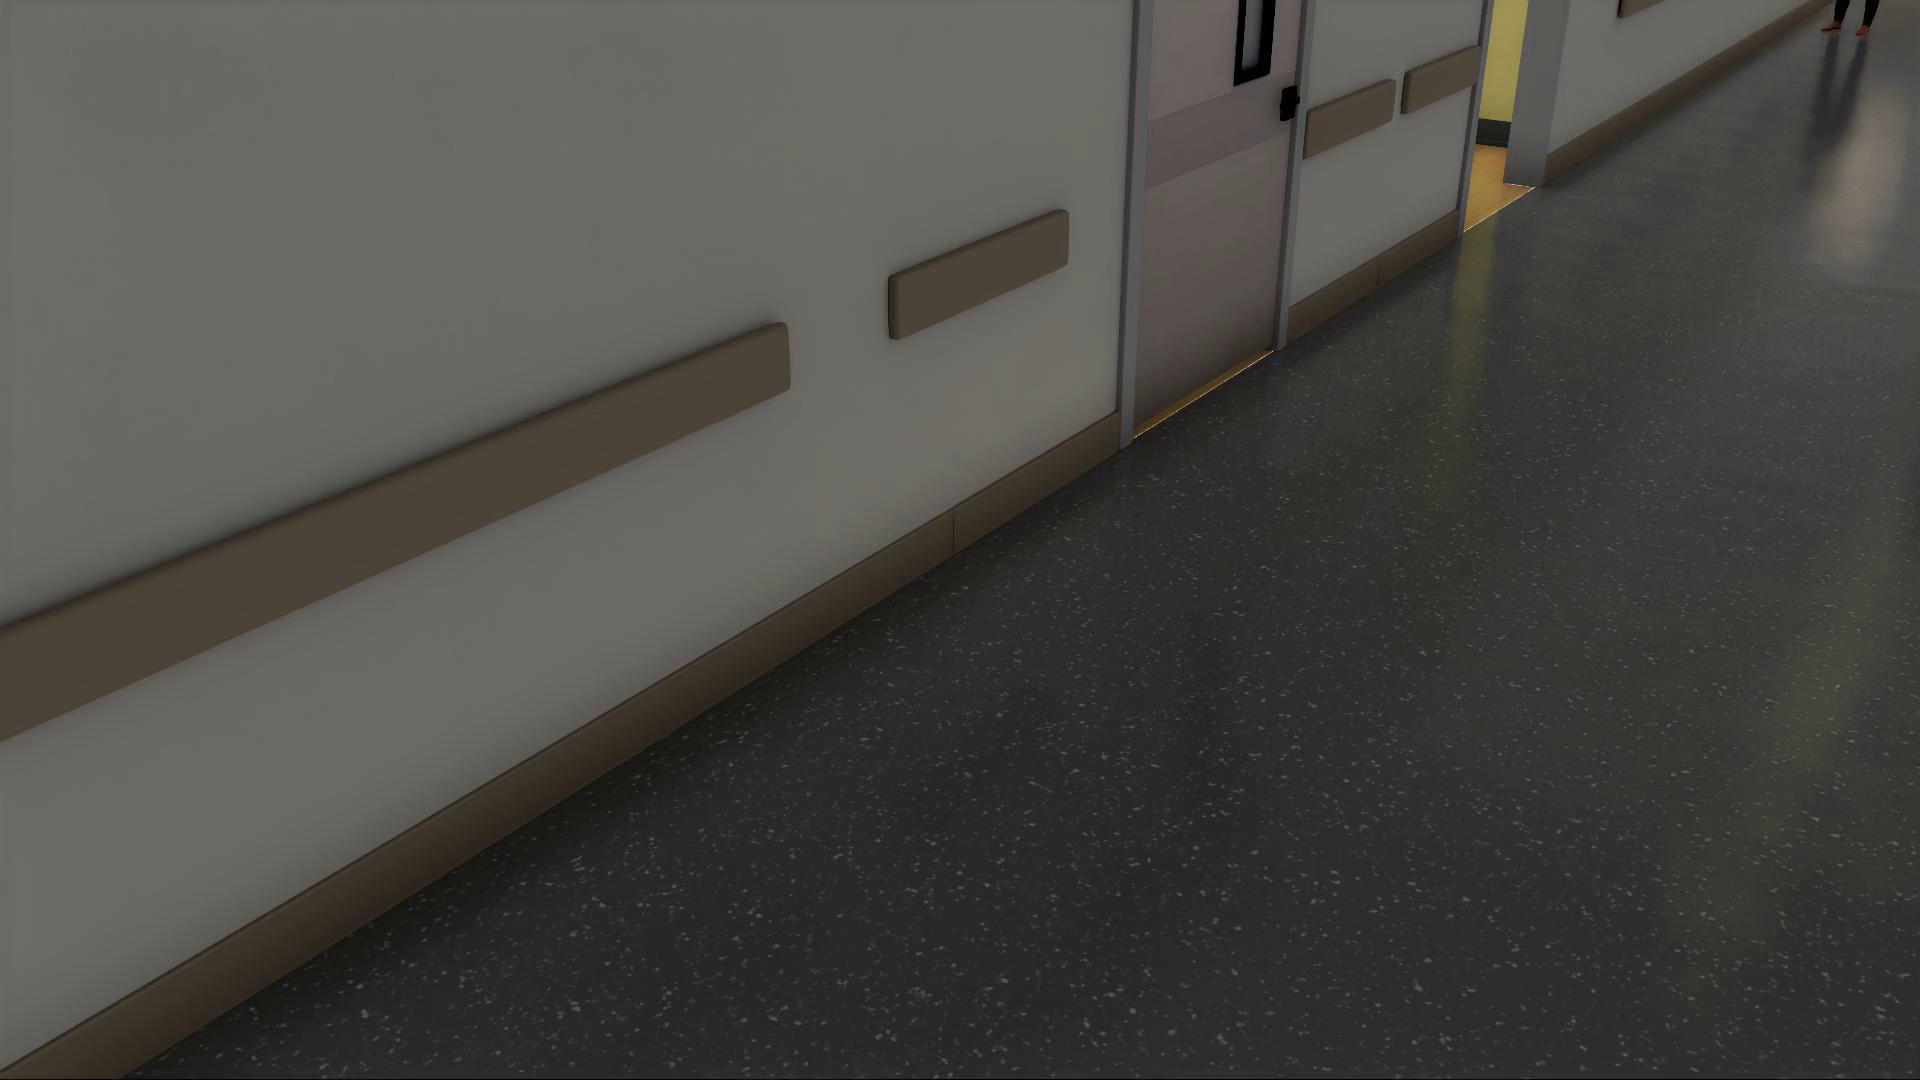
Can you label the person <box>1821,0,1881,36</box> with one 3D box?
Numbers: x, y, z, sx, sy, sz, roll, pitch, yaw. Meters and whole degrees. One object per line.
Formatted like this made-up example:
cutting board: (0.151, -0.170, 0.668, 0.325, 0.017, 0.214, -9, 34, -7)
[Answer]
person: (7.966, -5.332, 14.504, 0.707, 1.727, 0.536, -21, 33, -37)
